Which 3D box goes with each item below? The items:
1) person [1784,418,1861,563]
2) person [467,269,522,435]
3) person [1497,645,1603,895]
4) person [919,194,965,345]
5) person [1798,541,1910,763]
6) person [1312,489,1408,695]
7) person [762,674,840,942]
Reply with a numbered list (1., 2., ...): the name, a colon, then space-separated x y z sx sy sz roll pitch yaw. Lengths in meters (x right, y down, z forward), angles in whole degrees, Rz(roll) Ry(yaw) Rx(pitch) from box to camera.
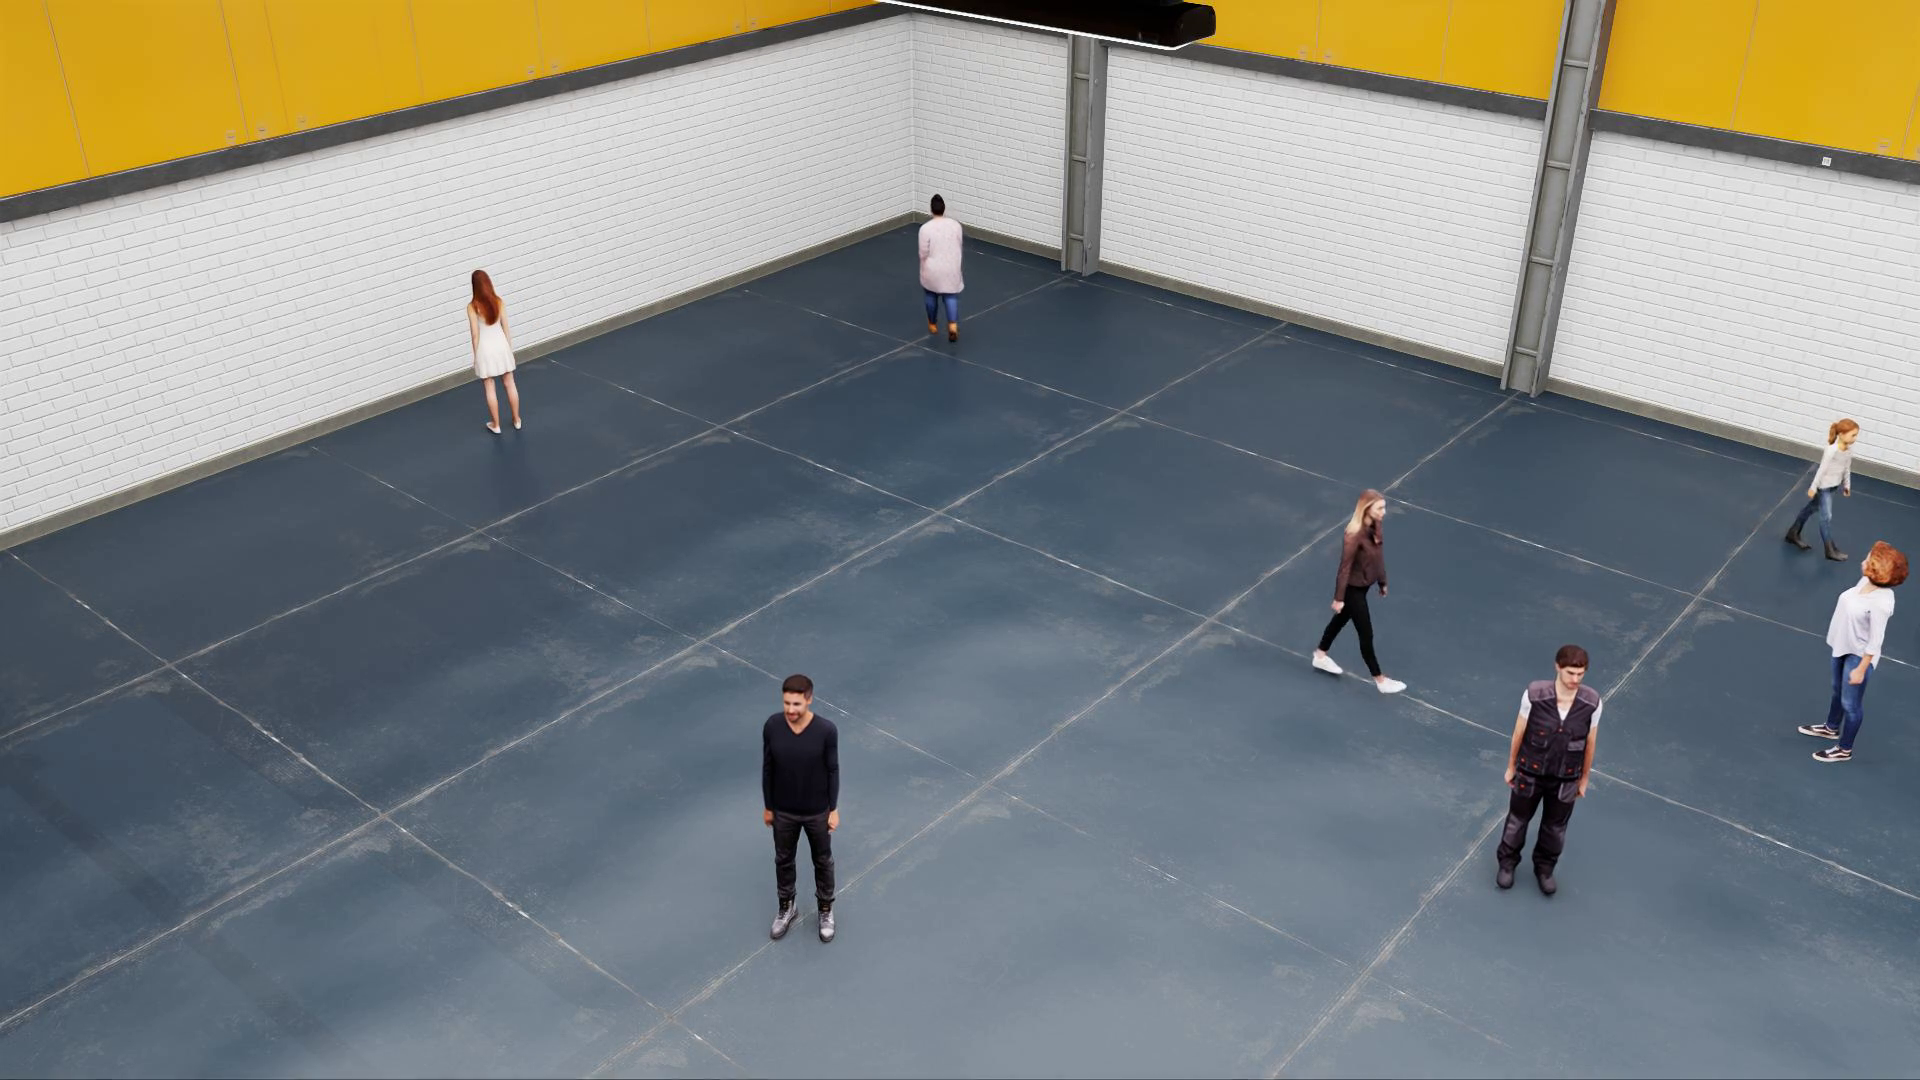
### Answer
1. person: 7.578 -0.487 14.676 0.644 1.293 0.899 -17 33 -28
2. person: -4.739 -1.917 16.864 0.622 1.708 0.625 -16 32 -26
3. person: 3.733 1.446 10.559 0.690 1.843 0.811 7 29 12
4. person: -0.195 -3.073 18.975 1.086 1.716 1.166 -4 29 -7
5. person: 6.442 0.785 11.904 0.760 1.714 0.738 4 29 8
6. person: 2.963 0.351 12.752 1.037 1.664 0.629 21 35 33
7. person: -0.971 1.623 10.204 0.680 1.871 0.773 2 29 4
